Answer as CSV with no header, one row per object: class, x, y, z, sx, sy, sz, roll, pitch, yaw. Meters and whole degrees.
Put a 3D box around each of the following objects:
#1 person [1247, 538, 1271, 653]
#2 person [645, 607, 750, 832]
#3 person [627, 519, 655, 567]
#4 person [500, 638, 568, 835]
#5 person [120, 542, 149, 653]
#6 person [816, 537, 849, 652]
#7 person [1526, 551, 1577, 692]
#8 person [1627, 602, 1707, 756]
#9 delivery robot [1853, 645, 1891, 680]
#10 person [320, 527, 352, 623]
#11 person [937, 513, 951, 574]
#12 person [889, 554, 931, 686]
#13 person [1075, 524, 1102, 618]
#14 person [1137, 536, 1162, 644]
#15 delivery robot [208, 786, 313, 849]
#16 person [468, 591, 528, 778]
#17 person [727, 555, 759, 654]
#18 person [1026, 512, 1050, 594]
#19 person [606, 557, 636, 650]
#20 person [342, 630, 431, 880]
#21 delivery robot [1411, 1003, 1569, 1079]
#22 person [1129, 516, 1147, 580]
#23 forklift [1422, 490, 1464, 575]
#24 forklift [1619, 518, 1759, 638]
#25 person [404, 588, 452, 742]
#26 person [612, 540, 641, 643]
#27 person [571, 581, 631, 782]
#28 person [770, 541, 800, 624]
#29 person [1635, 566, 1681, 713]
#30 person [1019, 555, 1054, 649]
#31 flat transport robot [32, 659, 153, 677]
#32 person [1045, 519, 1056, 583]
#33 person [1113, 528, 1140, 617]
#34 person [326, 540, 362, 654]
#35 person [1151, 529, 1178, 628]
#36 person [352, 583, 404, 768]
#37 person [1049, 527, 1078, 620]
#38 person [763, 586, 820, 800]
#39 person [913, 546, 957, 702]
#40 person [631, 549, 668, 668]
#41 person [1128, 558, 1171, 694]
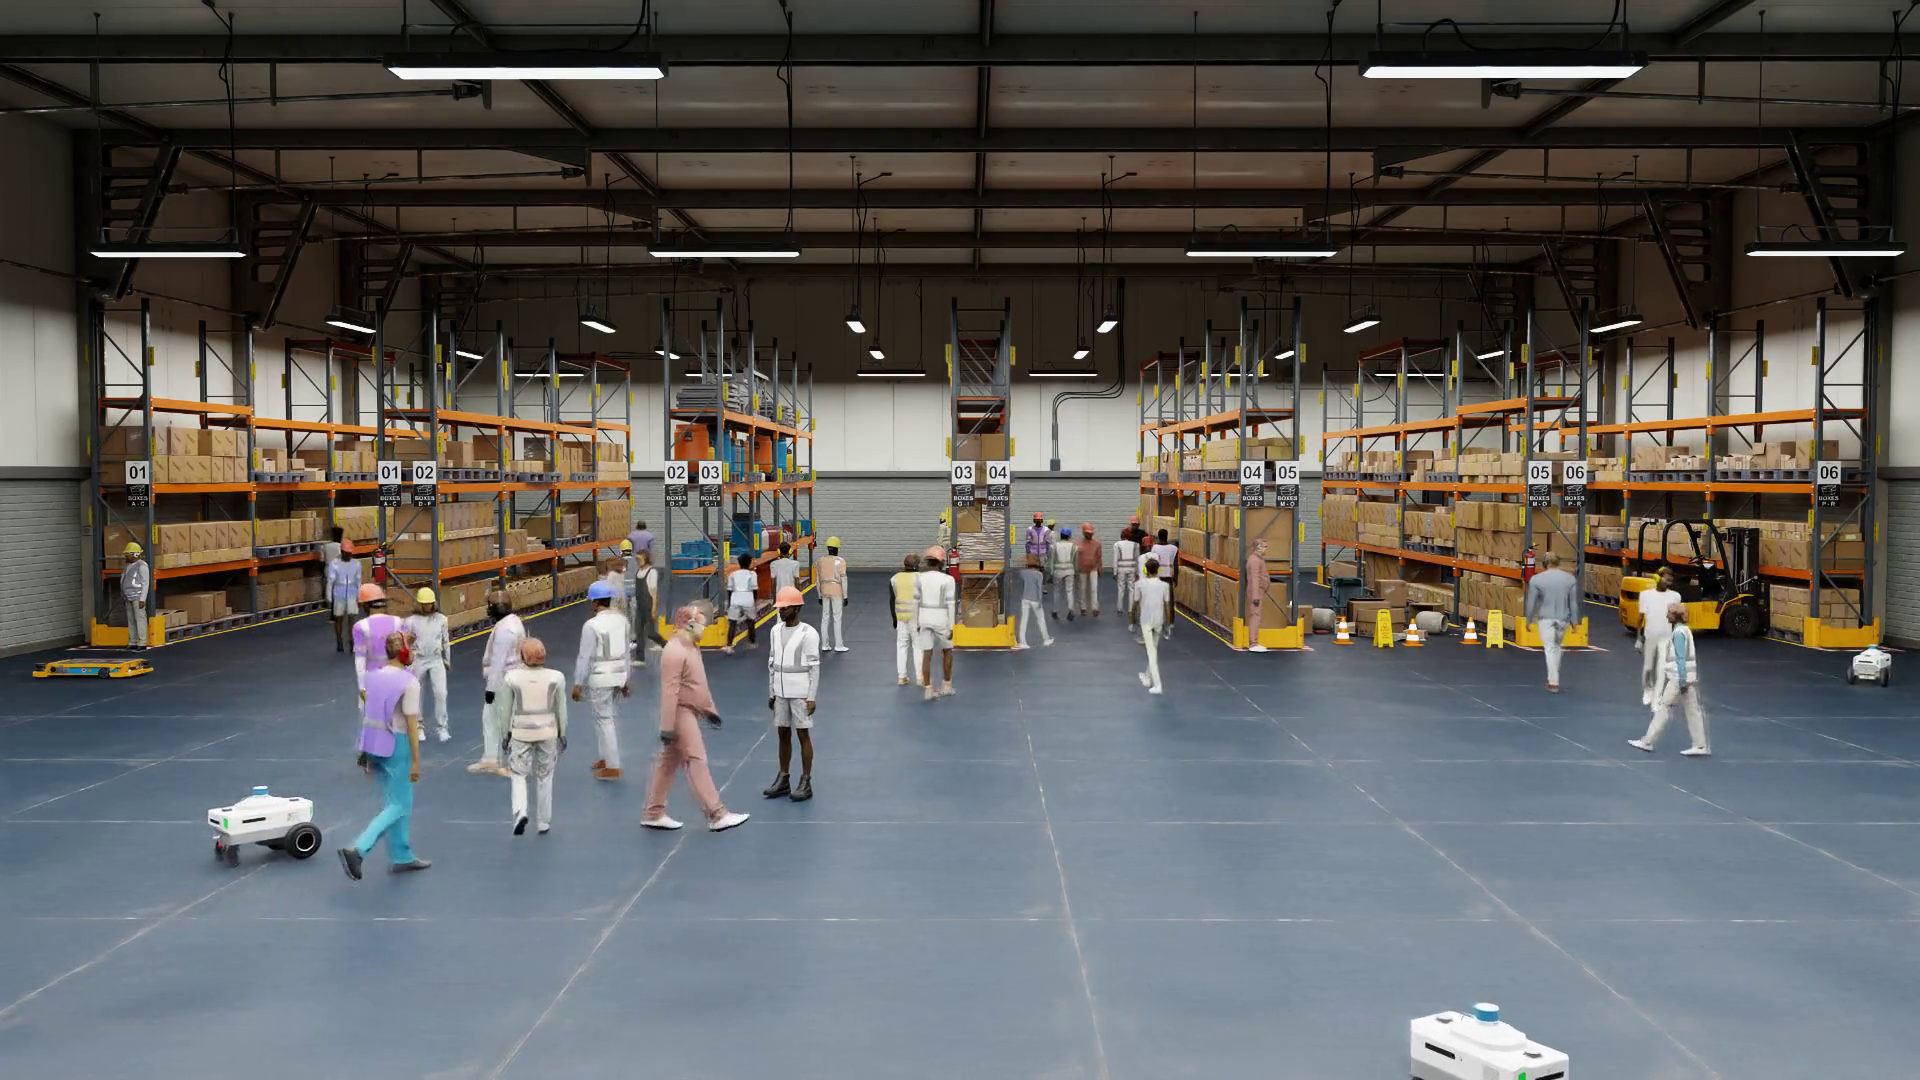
person,4.996,0.923,27.014,0.396,1.898,0.646,1,2,13
person,-2.185,1.482,13.374,0.934,1.856,0.638,0,2,-4
person,-7.497,0.479,37.917,0.651,1.918,0.642,0,2,-9
person,-3.459,1.605,13.131,0.531,1.631,0.527,-1,2,-15
person,-13.776,0.955,26.926,0.597,1.832,0.404,2,3,33
person,-2.129,0.906,26.986,0.587,1.928,0.363,1,3,25
person,8.093,1.107,22.199,0.654,1.900,0.875,0,2,-2
person,7.455,1.457,16.974,0.817,1.601,0.545,1,3,33
delivery robot,12.885,1.723,22.803,0.477,0.478,0.707,2,3,43
person,-12.478,0.695,32.442,0.632,1.906,1.012,0,2,4
person,-0.496,0.093,48.583,0.404,1.837,0.590,1,3,25
person,-0.683,1.117,22.743,0.623,1.844,0.430,1,3,26
person,2.664,0.635,33.673,0.652,1.935,1.041,0,2,-7
person,3.309,0.875,28.300,0.337,1.882,0.584,2,3,43
delivery robot,-5.364,2.137,12.386,0.477,0.478,0.707,2,3,43
person,-4.555,1.404,15.739,0.725,1.818,0.662,0,2,-10
person,-3.579,1.063,26.752,0.544,1.619,0.919,1,2,14
person,1.945,0.320,40.263,0.608,2.048,0.370,0,2,-3
person,-5.736,1.076,26.947,0.883,1.563,0.546,0,2,8
person,-4.191,1.569,11.795,0.569,1.822,0.703,2,3,40
delivery robot,2.373,2.340,7.277,0.477,0.478,0.707,-1,3,-29
person,4.318,0.392,39.721,0.652,1.938,1.019,0,2,-2
forklift,13.926,-0.371,47.846,1.873,2.768,1.129,0,2,0
forklift,13.417,0.684,29.791,2.313,2.155,1.214,0,2,0
person,-5.827,1.381,17.735,0.521,1.700,0.834,-1,3,-32
person,-5.765,0.915,27.917,0.588,1.835,0.403,-2,3,-36
person,-3.519,1.360,15.645,0.657,1.926,0.611,1,2,23
person,-2.871,0.949,26.609,0.512,1.873,0.328,0,2,-4
person,8.748,1.226,20.267,0.516,1.831,0.863,1,2,17
person,1.279,1.050,27.596,0.492,1.588,0.837,2,3,35
flat transport robot,-12.715,1.874,23.691,1.431,0.197,0.652,0,2,0
person,2.508,0.297,44.478,0.406,1.754,0.531,0,2,0
person,3.490,0.676,33.957,0.588,1.836,0.975,0,2,-6
person,-10.200,0.943,26.778,0.583,1.866,1.042,-1,3,-31
person,3.934,0.742,31.259,0.590,1.916,0.394,0,2,-2
person,-5.752,1.369,16.045,0.555,1.885,1.034,-2,3,-38
person,2.139,0.685,33.075,0.605,1.896,0.937,0,2,-2
person,-1.538,1.388,14.721,0.545,1.939,0.374,2,3,35
person,-0.301,1.091,21.285,0.610,2.019,0.762,1,2,19
person,-4.773,1.042,24.849,0.523,1.823,0.681,2,3,42
person,2.586,1.161,22.077,0.498,1.810,1.002,-1,2,-16
